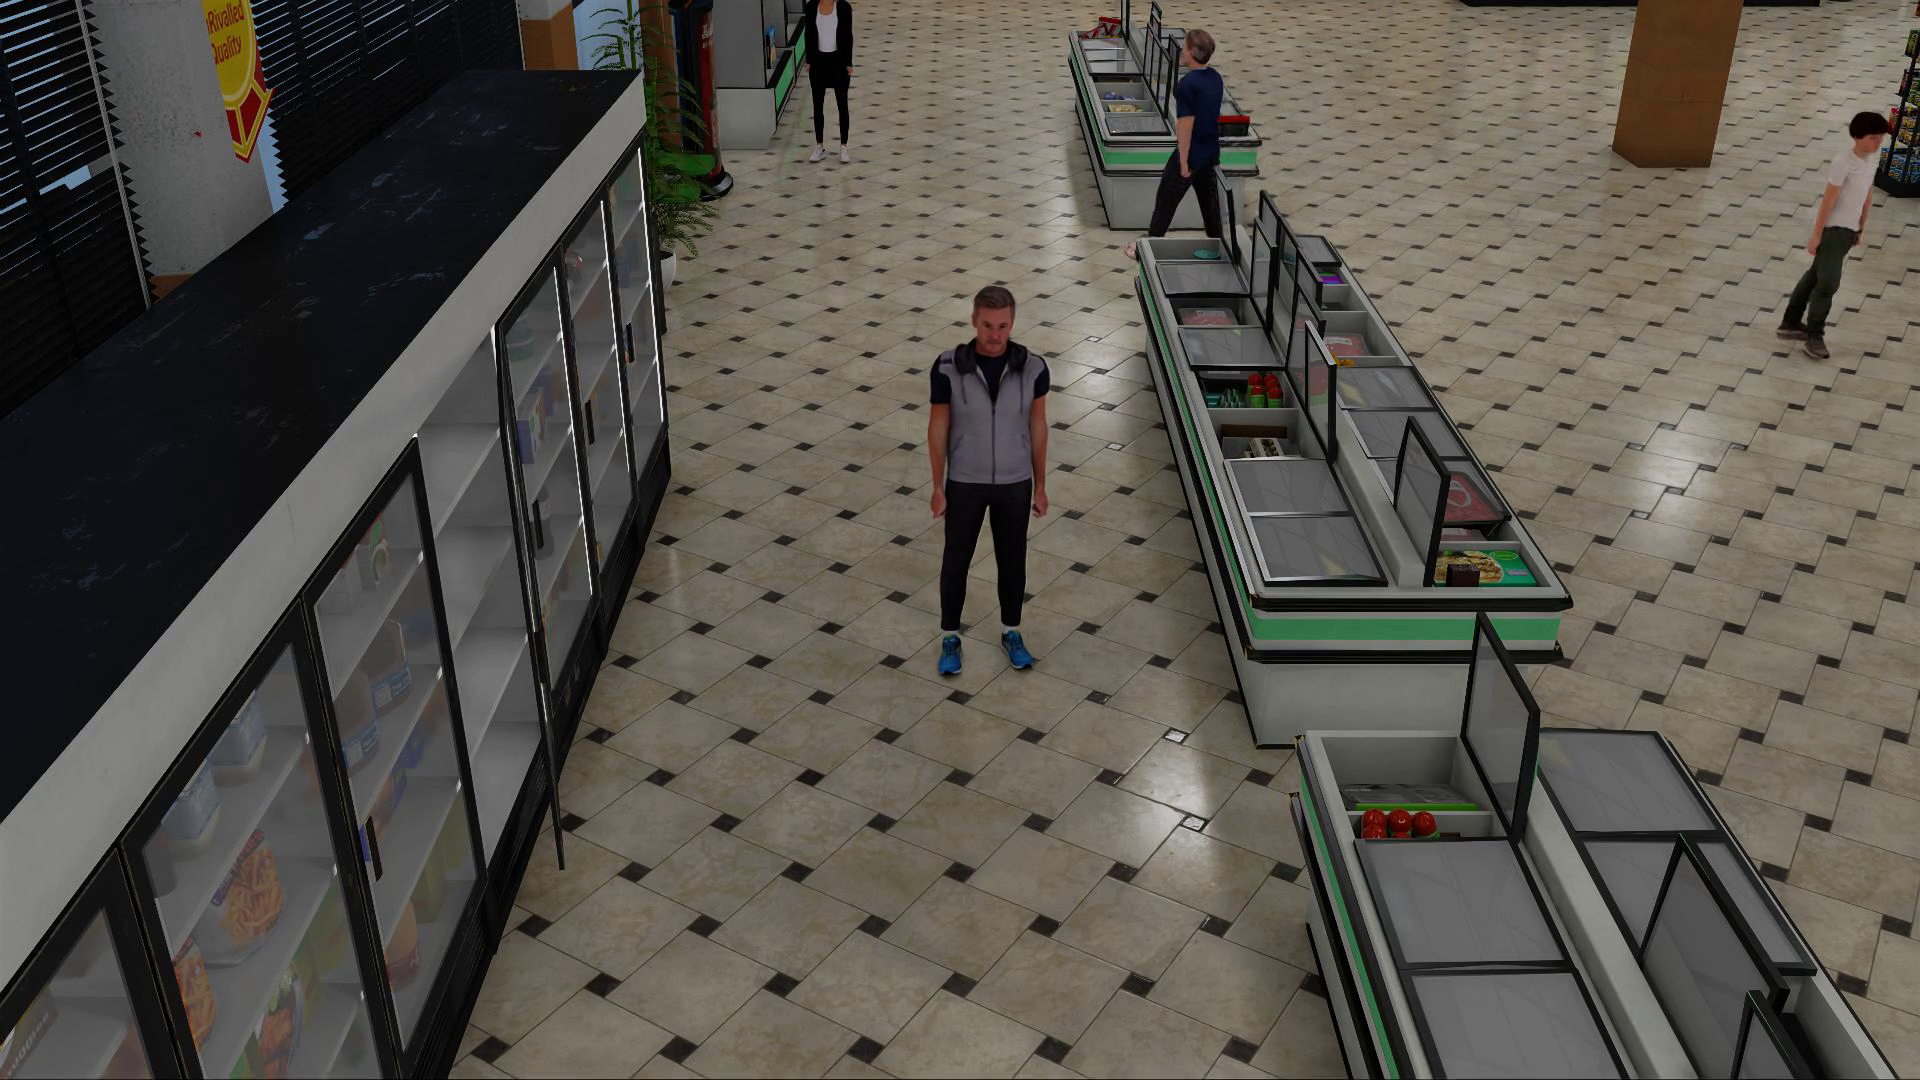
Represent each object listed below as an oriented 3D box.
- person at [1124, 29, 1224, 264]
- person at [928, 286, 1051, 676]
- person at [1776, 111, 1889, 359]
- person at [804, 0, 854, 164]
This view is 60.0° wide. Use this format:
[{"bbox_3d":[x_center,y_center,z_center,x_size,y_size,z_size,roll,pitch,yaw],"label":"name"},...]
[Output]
[{"bbox_3d":[1.852,-2.838,12.469,1.115,1.830,1.187,-23,35,-37],"label":"person"},{"bbox_3d":[0.120,-0.264,7.395,0.726,1.828,0.622,-4,27,-9],"label":"person"},{"bbox_3d":[5.858,-2.065,11.168,0.846,1.627,0.915,-20,33,-34],"label":"person"},{"bbox_3d":[-1.231,-4.491,15.760,0.626,1.801,0.535,3,27,6],"label":"person"}]
